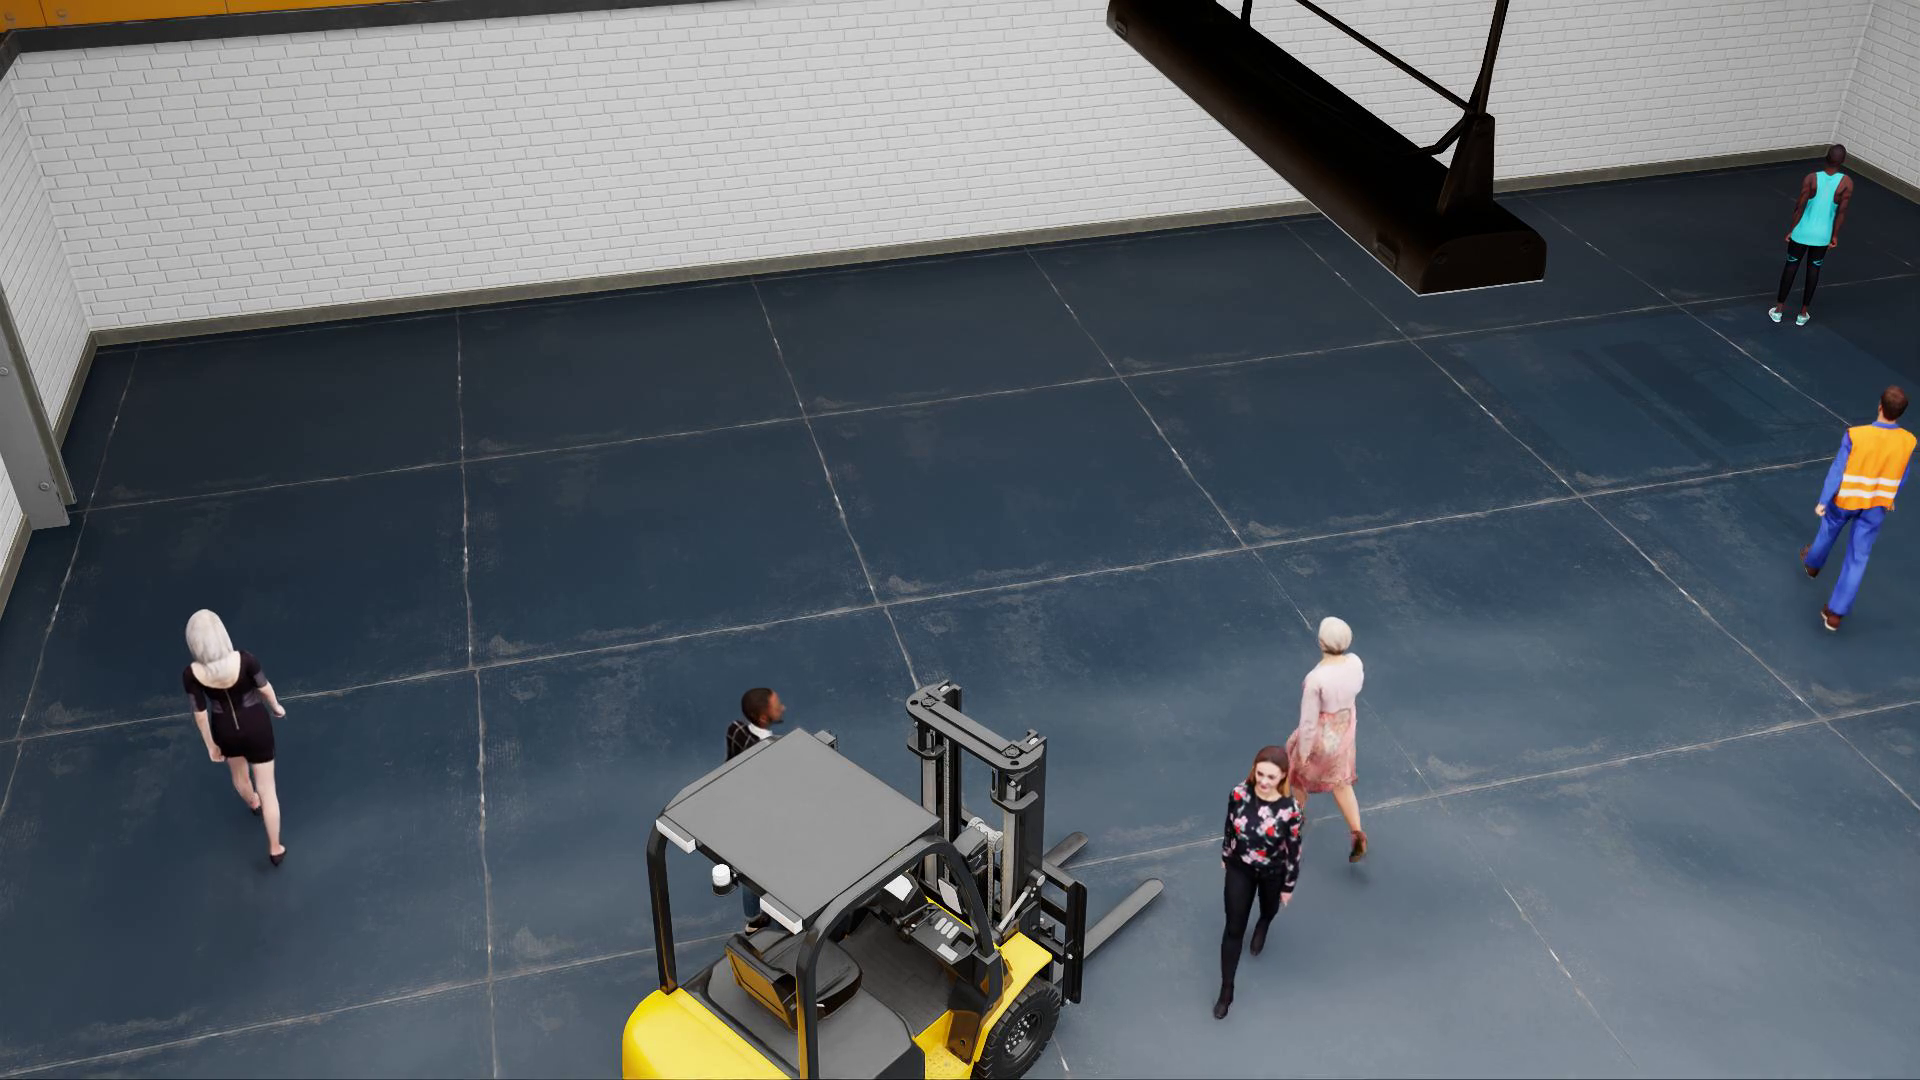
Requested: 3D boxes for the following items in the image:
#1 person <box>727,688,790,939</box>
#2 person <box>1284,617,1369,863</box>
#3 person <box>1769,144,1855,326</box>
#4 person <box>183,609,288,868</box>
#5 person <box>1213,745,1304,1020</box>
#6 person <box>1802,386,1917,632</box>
[{"bbox_3d":[-1.095,1.572,9.321,0.804,1.818,0.659,-28,43,-35],"label":"person"},{"bbox_3d":[2.258,1.220,9.989,0.712,1.667,1.044,-15,36,-21],"label":"person"},{"bbox_3d":[8.275,-2.967,16.158,0.694,1.810,0.726,13,36,19],"label":"person"},{"bbox_3d":[-4.242,1.212,9.875,0.618,1.806,0.963,-10,35,-15],"label":"person"},{"bbox_3d":[1.679,1.770,9.188,0.999,1.637,1.133,13,36,18],"label":"person"},{"bbox_3d":[6.492,-0.200,11.993,1.111,1.813,1.339,8,34,12],"label":"person"}]
